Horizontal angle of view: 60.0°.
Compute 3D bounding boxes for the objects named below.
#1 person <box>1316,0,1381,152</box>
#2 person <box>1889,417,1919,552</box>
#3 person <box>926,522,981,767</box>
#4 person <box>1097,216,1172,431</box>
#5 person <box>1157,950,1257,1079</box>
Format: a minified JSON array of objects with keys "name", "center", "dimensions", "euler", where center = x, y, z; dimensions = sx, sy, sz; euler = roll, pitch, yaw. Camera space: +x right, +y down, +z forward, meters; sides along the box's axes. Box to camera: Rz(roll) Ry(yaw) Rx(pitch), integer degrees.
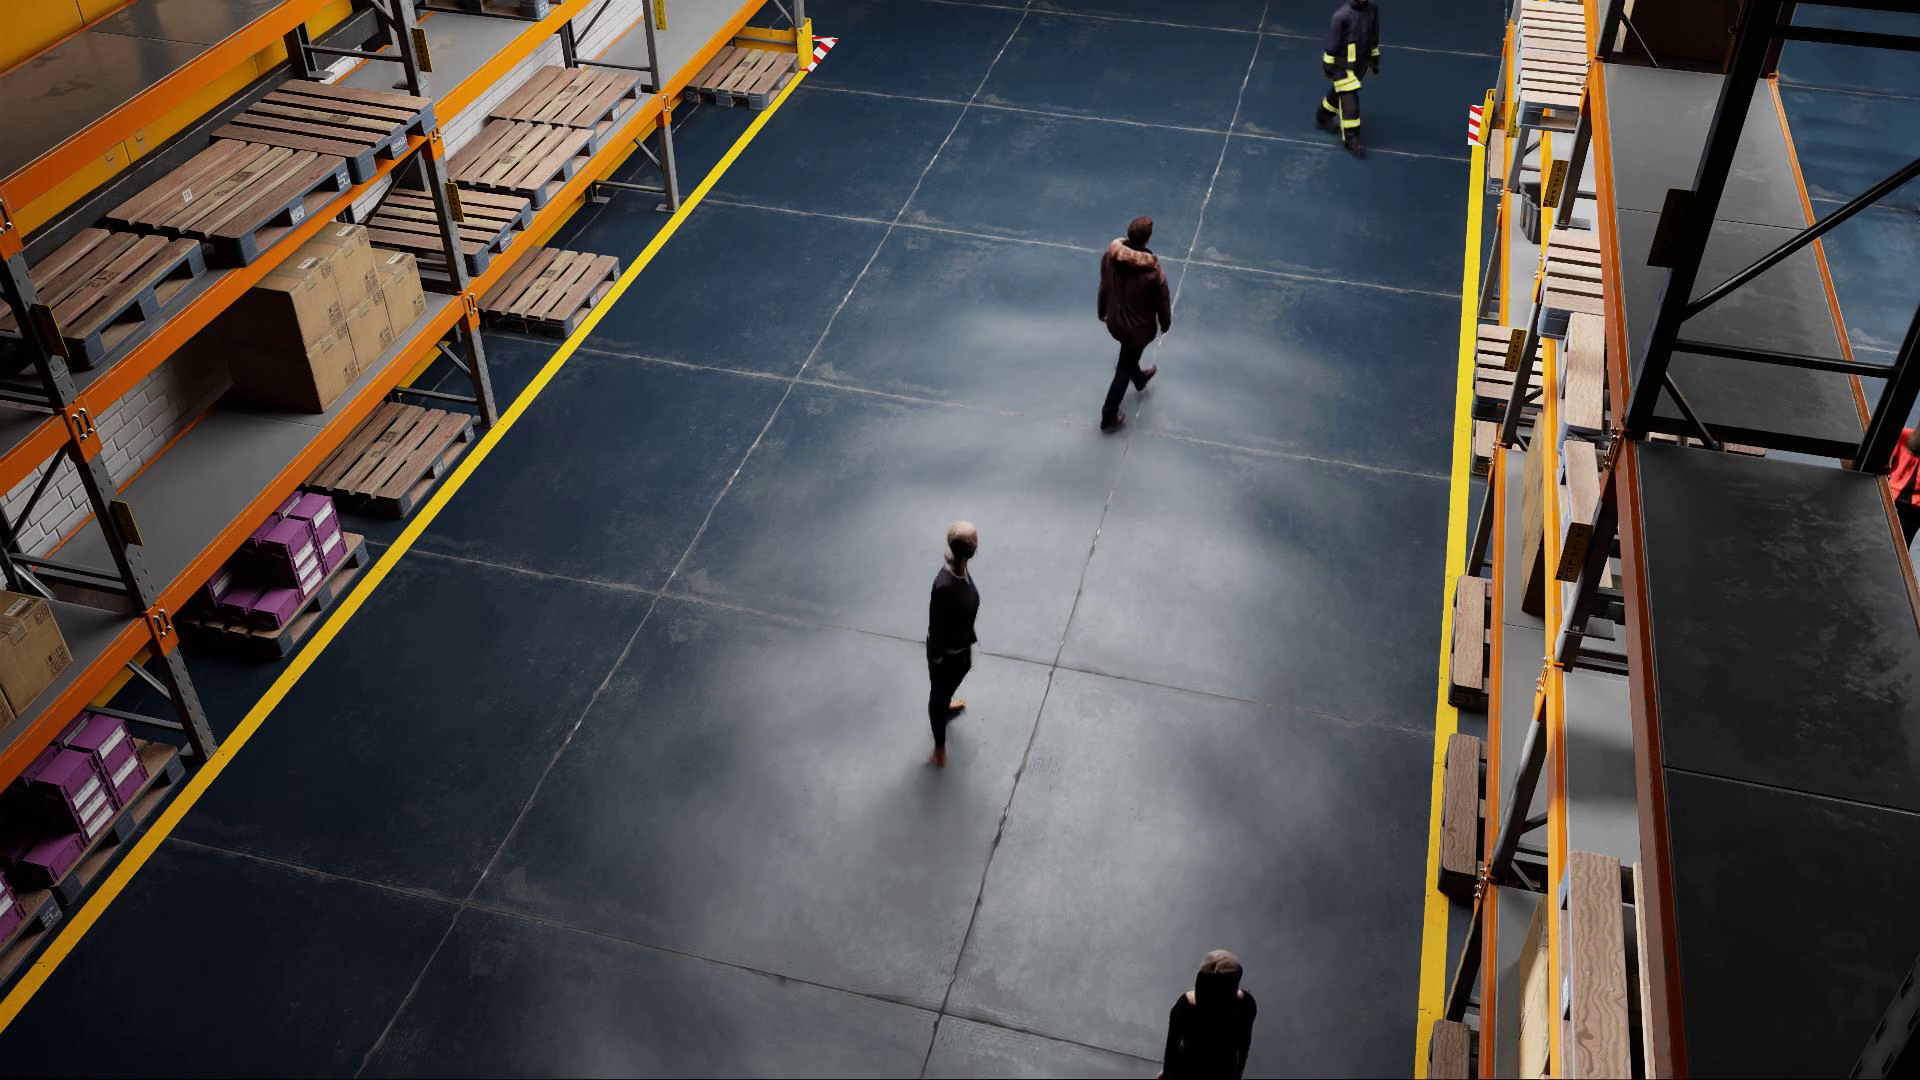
[{"name":"person","center":[4.154,-5.181,17.919],"dimensions":[1.233,1.784,1.288],"euler":[-20,43,-23]},{"name":"person","center":[6.711,-0.288,11.863],"dimensions":[0.625,1.695,0.580],"euler":[16,41,19]},{"name":"person","center":[-0.101,0.673,10.659],"dimensions":[0.838,1.696,0.490],"euler":[22,44,25]},{"name":"person","center":[1.345,-1.730,13.592],"dimensions":[1.095,1.791,1.297],"euler":[29,47,31]},{"name":"person","center":[1.177,2.552,8.219],"dimensions":[0.881,1.805,1.152],"euler":[-5,39,-6]}]
